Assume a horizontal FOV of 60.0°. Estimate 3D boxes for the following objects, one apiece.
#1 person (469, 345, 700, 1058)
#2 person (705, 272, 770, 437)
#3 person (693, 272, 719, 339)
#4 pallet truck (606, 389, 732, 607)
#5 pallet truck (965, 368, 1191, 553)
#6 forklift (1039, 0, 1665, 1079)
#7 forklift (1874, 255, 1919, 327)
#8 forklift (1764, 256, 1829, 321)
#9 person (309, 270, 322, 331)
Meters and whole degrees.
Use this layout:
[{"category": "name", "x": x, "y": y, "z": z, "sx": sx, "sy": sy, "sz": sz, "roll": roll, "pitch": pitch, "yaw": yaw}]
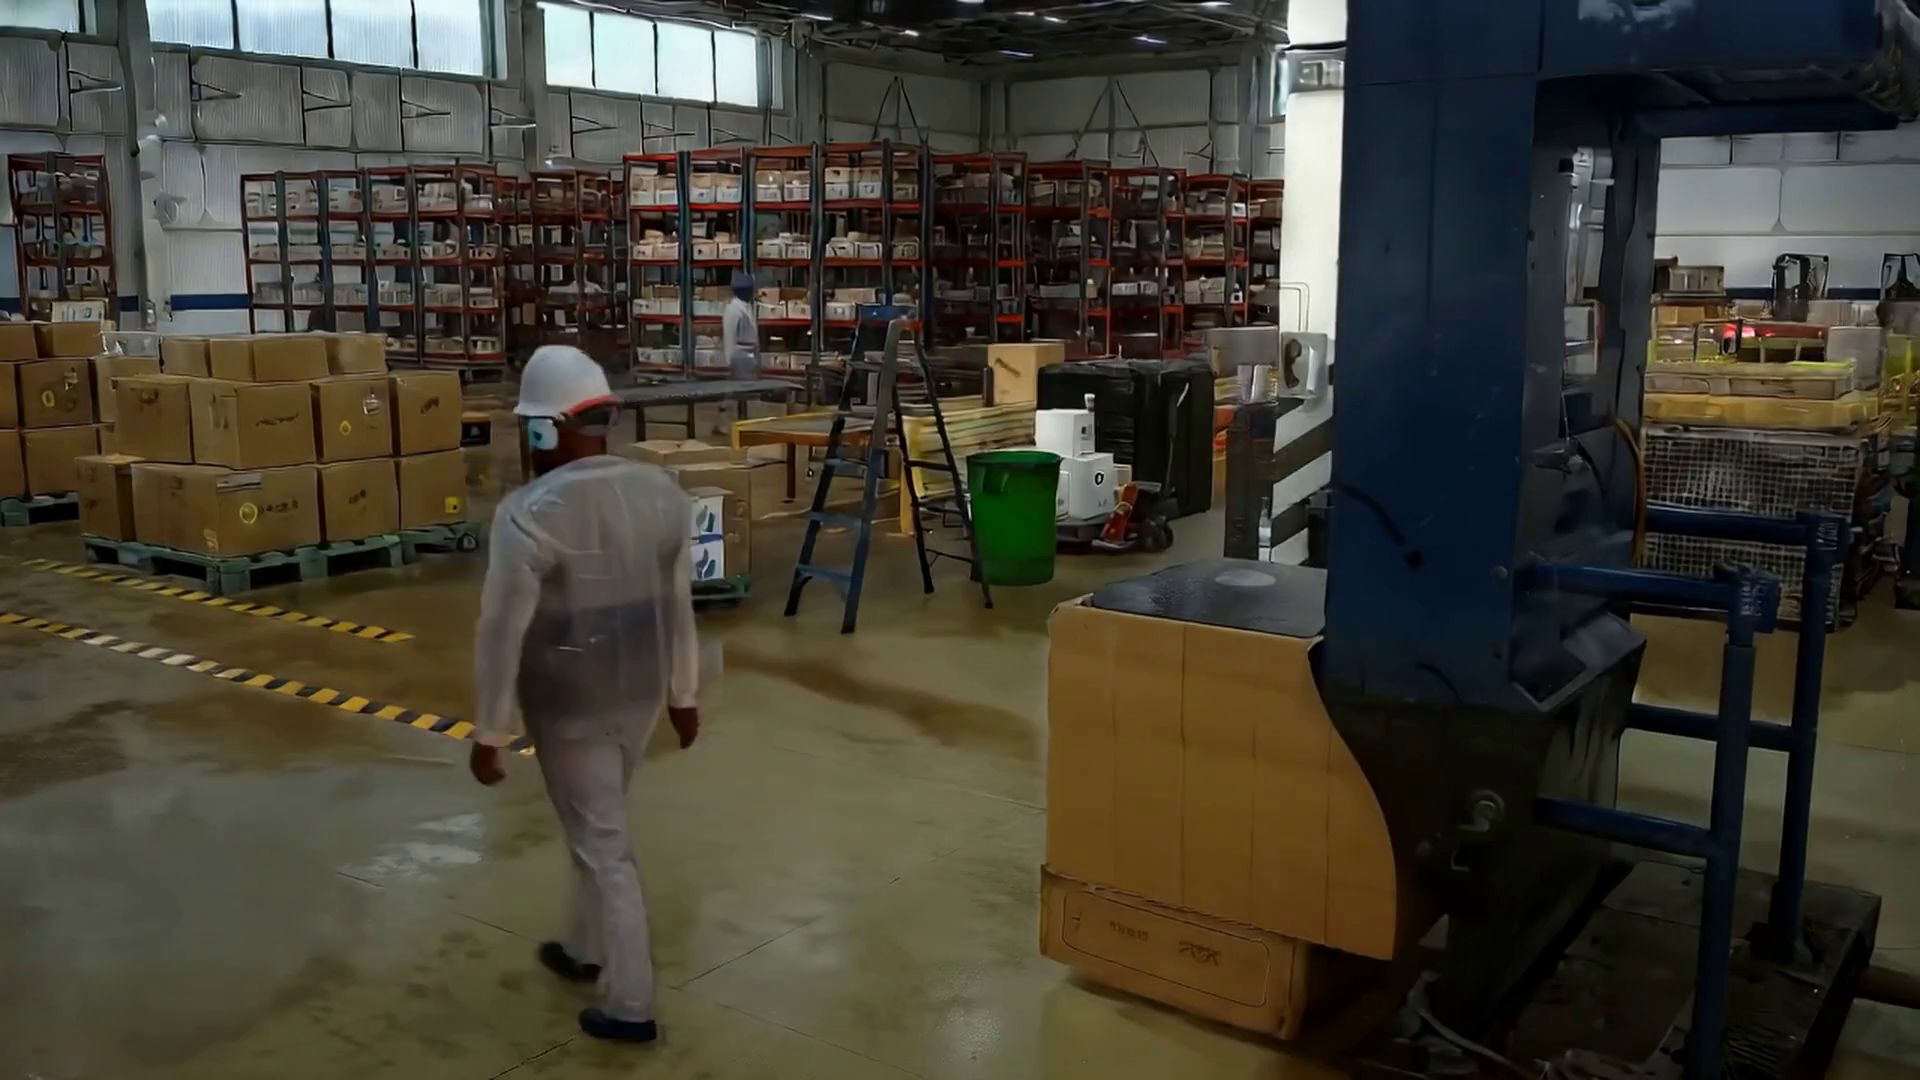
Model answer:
[{"category": "person", "x": -1.033, "y": 0.402, "z": 4.329, "sx": 0.760, "sy": 1.801, "sz": 0.618, "roll": 7, "pitch": 12, "yaw": 35}, {"category": "person", "x": -2.503, "y": -2.088, "z": 18.934, "sx": 1.015, "sy": 1.900, "sz": 0.617, "roll": 2, "pitch": 10, "yaw": 11}, {"category": "person", "x": -4.553, "y": -3.806, "z": 29.364, "sx": 0.621, "sy": 1.815, "sz": 0.438, "roll": -7, "pitch": 12, "yaw": -34}, {"category": "pallet truck", "x": -1.981, "y": -0.274, "z": 10.088, "sx": 0.680, "sy": 1.201, "sz": 1.601, "roll": -5, "pitch": 11, "yaw": -28}, {"category": "pallet truck", "x": 0.845, "y": -0.609, "z": 11.869, "sx": 1.630, "sy": 1.274, "sz": 0.653, "roll": 7, "pitch": 12, "yaw": 35}, {"category": "forklift", "x": 1.249, "y": -0.137, "z": 4.360, "sx": 1.873, "sy": 2.768, "sz": 1.129, "roll": 7, "pitch": 12, "yaw": 35}, {"category": "forklift", "x": 22.089, "y": -5.634, "z": 38.796, "sx": 1.157, "sy": 1.987, "sz": 2.680, "roll": 6, "pitch": 11, "yaw": 33}, {"category": "forklift", "x": 20.253, "y": -5.854, "z": 40.139, "sx": 1.157, "sy": 1.987, "sz": 2.680, "roll": 7, "pitch": 12, "yaw": 35}, {"category": "person", "x": -12.105, "y": -4.189, "z": 31.574, "sx": 0.570, "sy": 1.840, "sz": 0.373, "roll": 4, "pitch": 10, "yaw": 21}]
